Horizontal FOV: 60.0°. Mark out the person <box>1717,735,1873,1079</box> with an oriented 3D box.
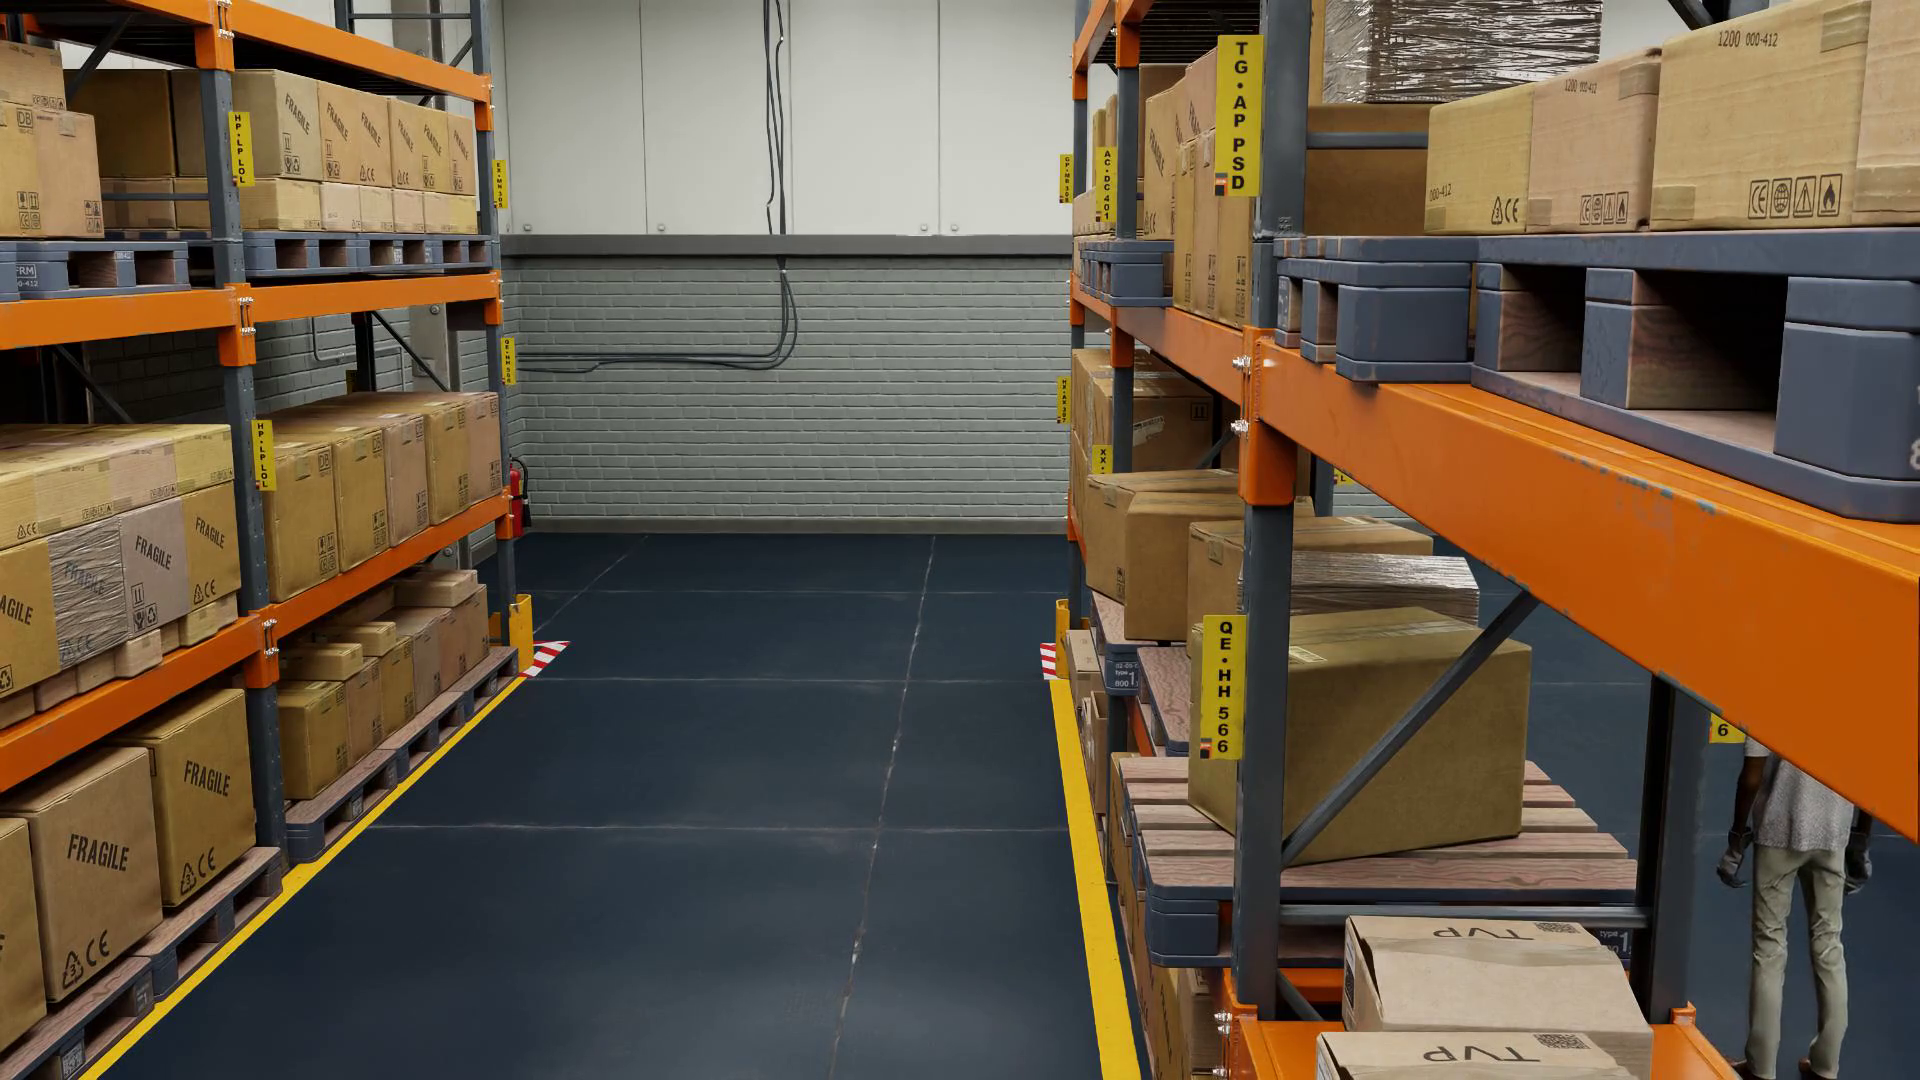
[{"bbox_3d":[2.954,1.070,5.877,0.516,1.871,0.325,0,10,3],"label":"person"}]
